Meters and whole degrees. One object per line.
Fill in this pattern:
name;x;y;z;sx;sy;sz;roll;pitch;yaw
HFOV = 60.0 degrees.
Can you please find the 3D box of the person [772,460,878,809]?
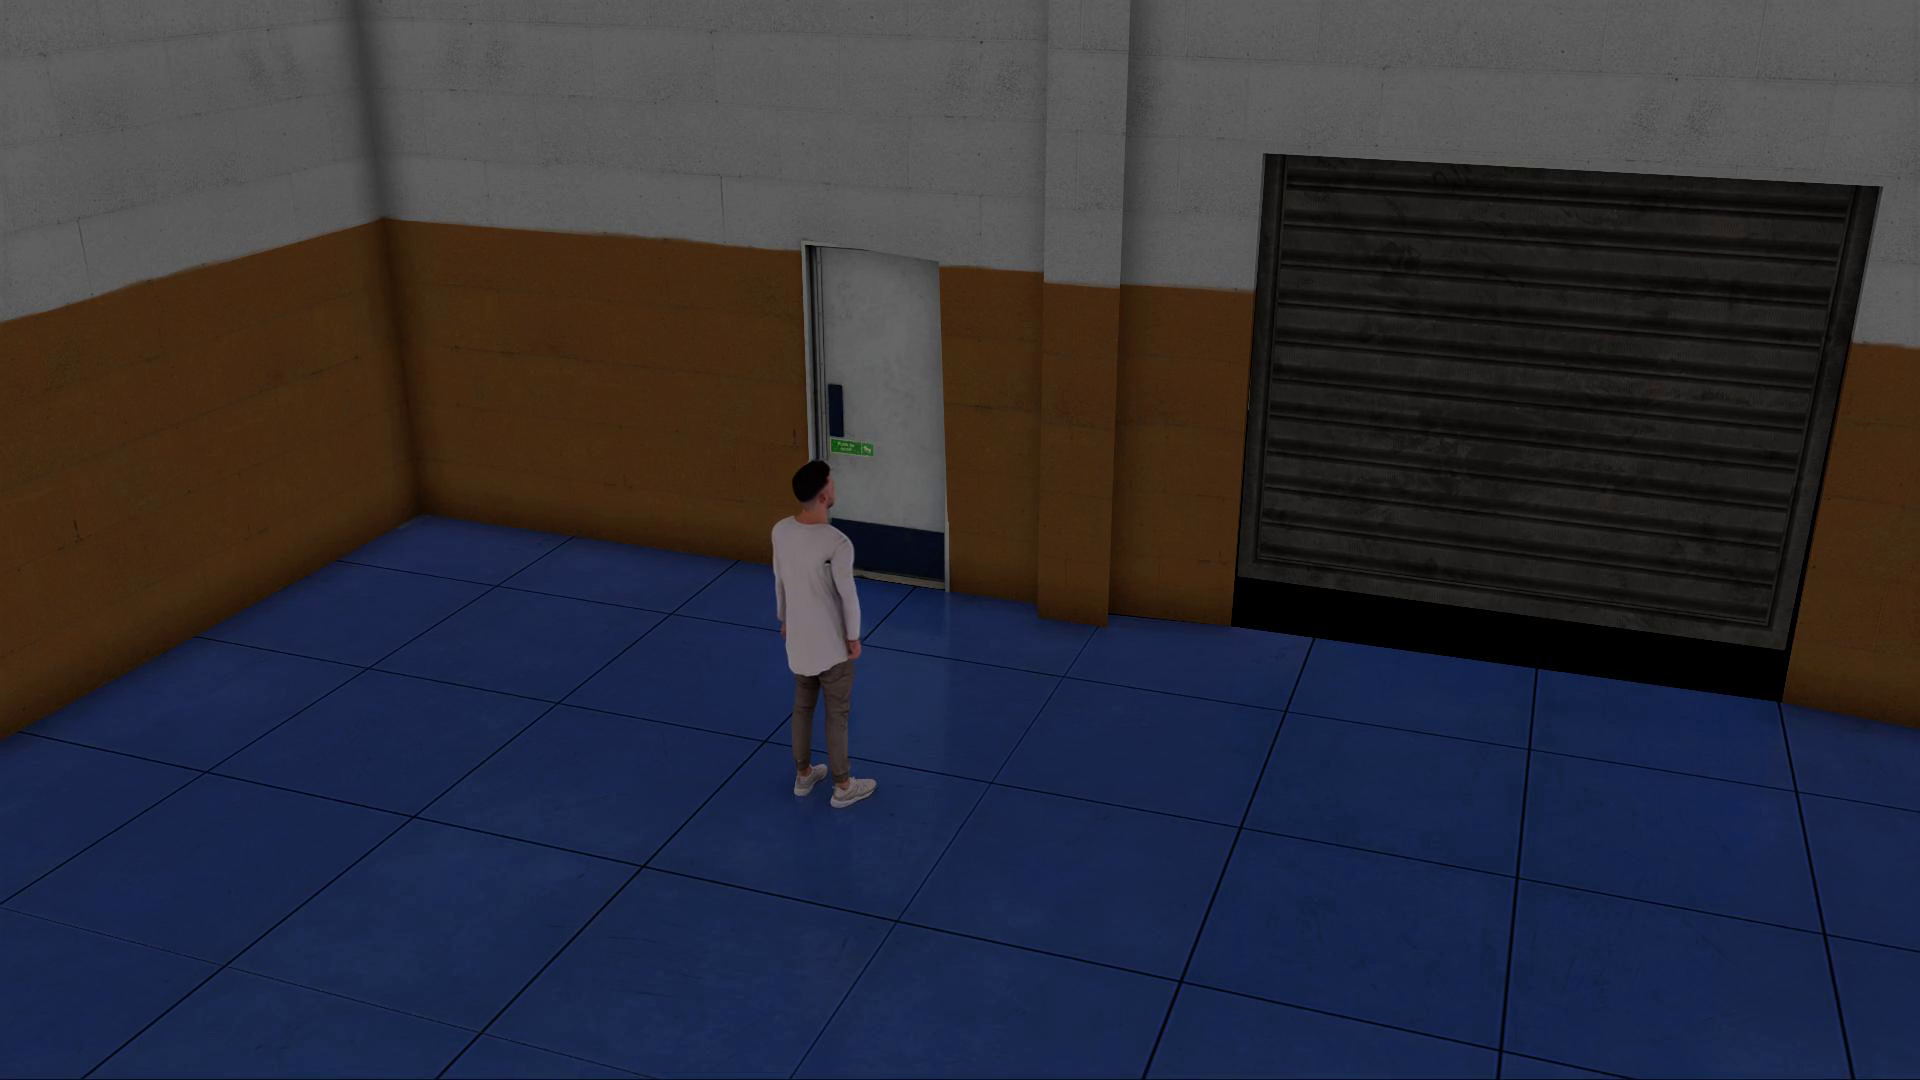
person;-0.711;0.469;8.386;0.609;1.840;0.784;15;26;33
